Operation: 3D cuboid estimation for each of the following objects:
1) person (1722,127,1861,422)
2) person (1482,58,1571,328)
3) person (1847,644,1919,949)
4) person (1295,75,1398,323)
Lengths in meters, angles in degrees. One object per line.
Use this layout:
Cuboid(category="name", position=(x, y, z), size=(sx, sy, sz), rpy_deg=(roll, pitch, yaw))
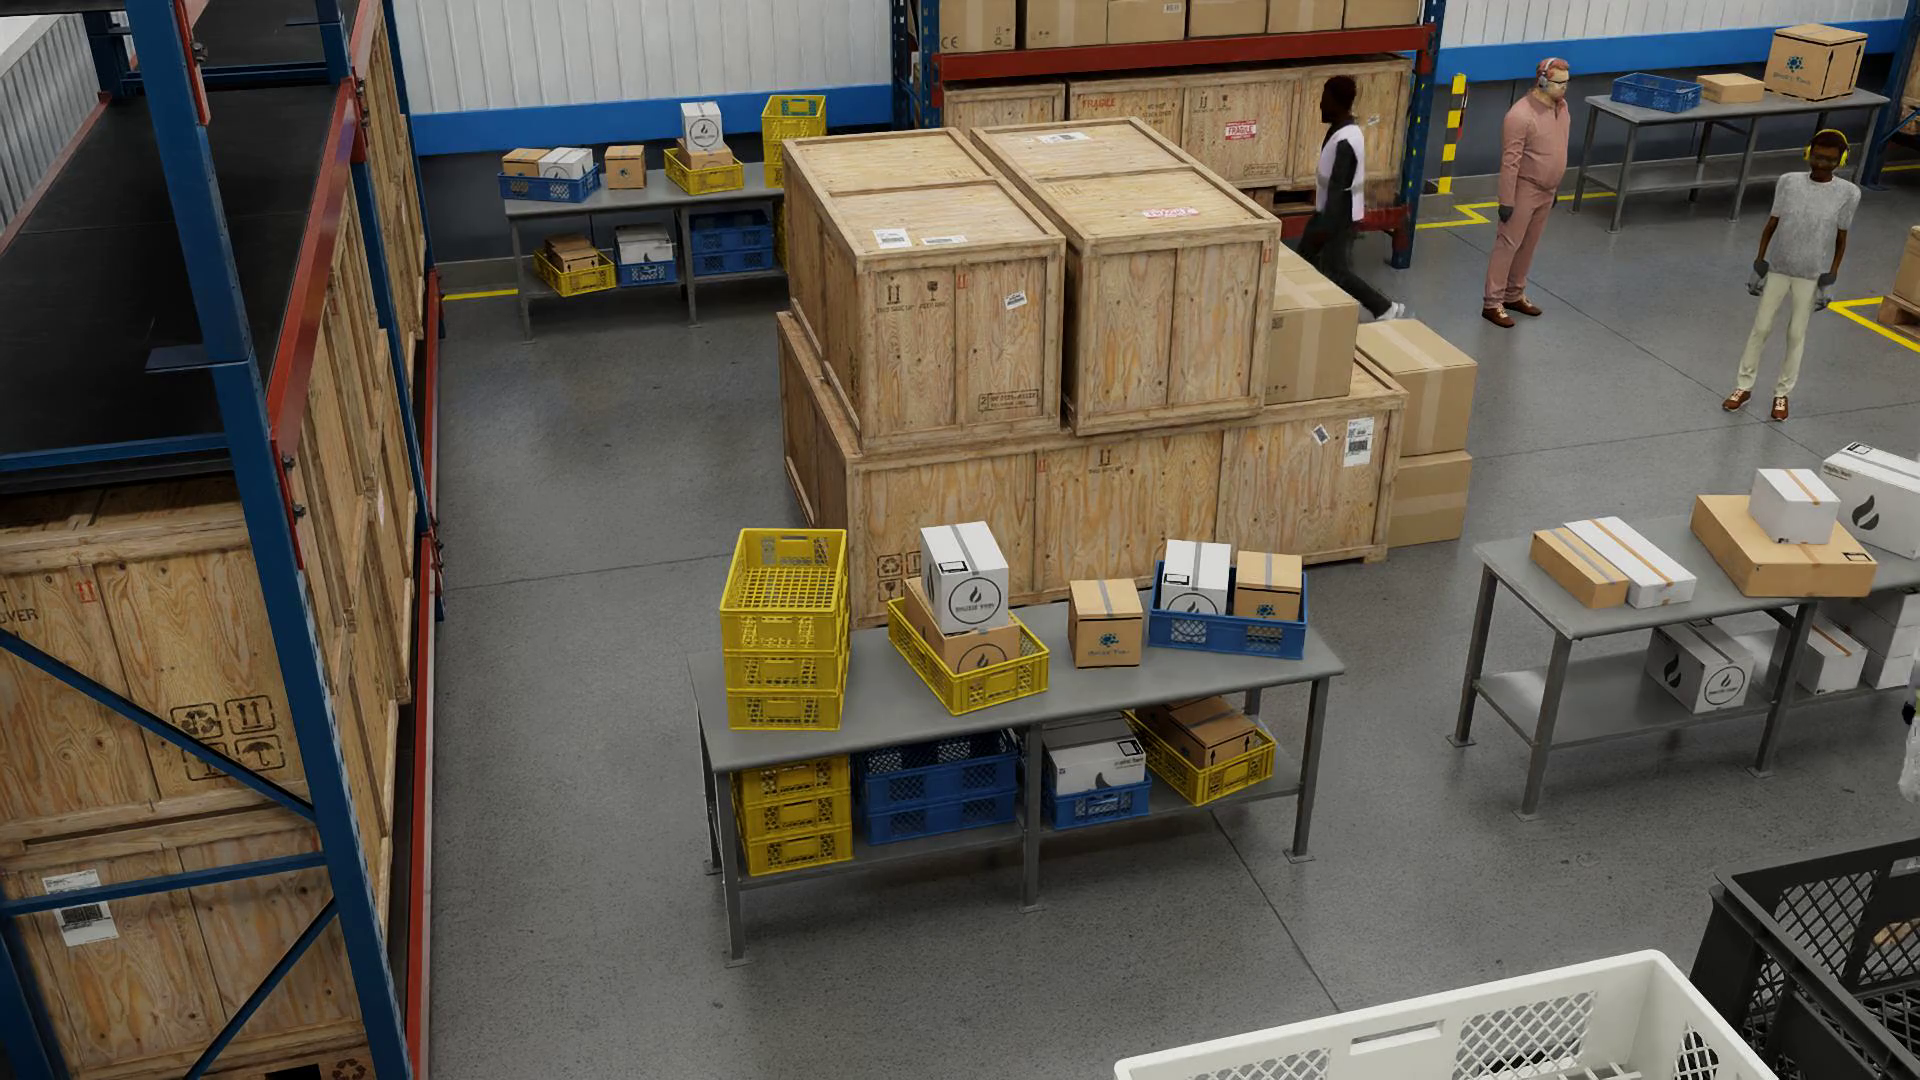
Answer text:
Cuboid(category="person", position=(5.248, -1.667, 10.471), size=(0.510, 1.870, 0.328), rpy_deg=(18, 33, 29))
Cuboid(category="person", position=(4.105, -2.494, 11.934), size=(0.653, 1.904, 0.405), rpy_deg=(-22, 36, -34))
Cuboid(category="person", position=(3.857, 0.687, 6.255), size=(0.801, 1.817, 0.634), rpy_deg=(-8, 30, -14))
Cuboid(category="person", position=(2.655, -2.281, 11.578), size=(0.812, 1.879, 0.594), rpy_deg=(1, 29, 2))
